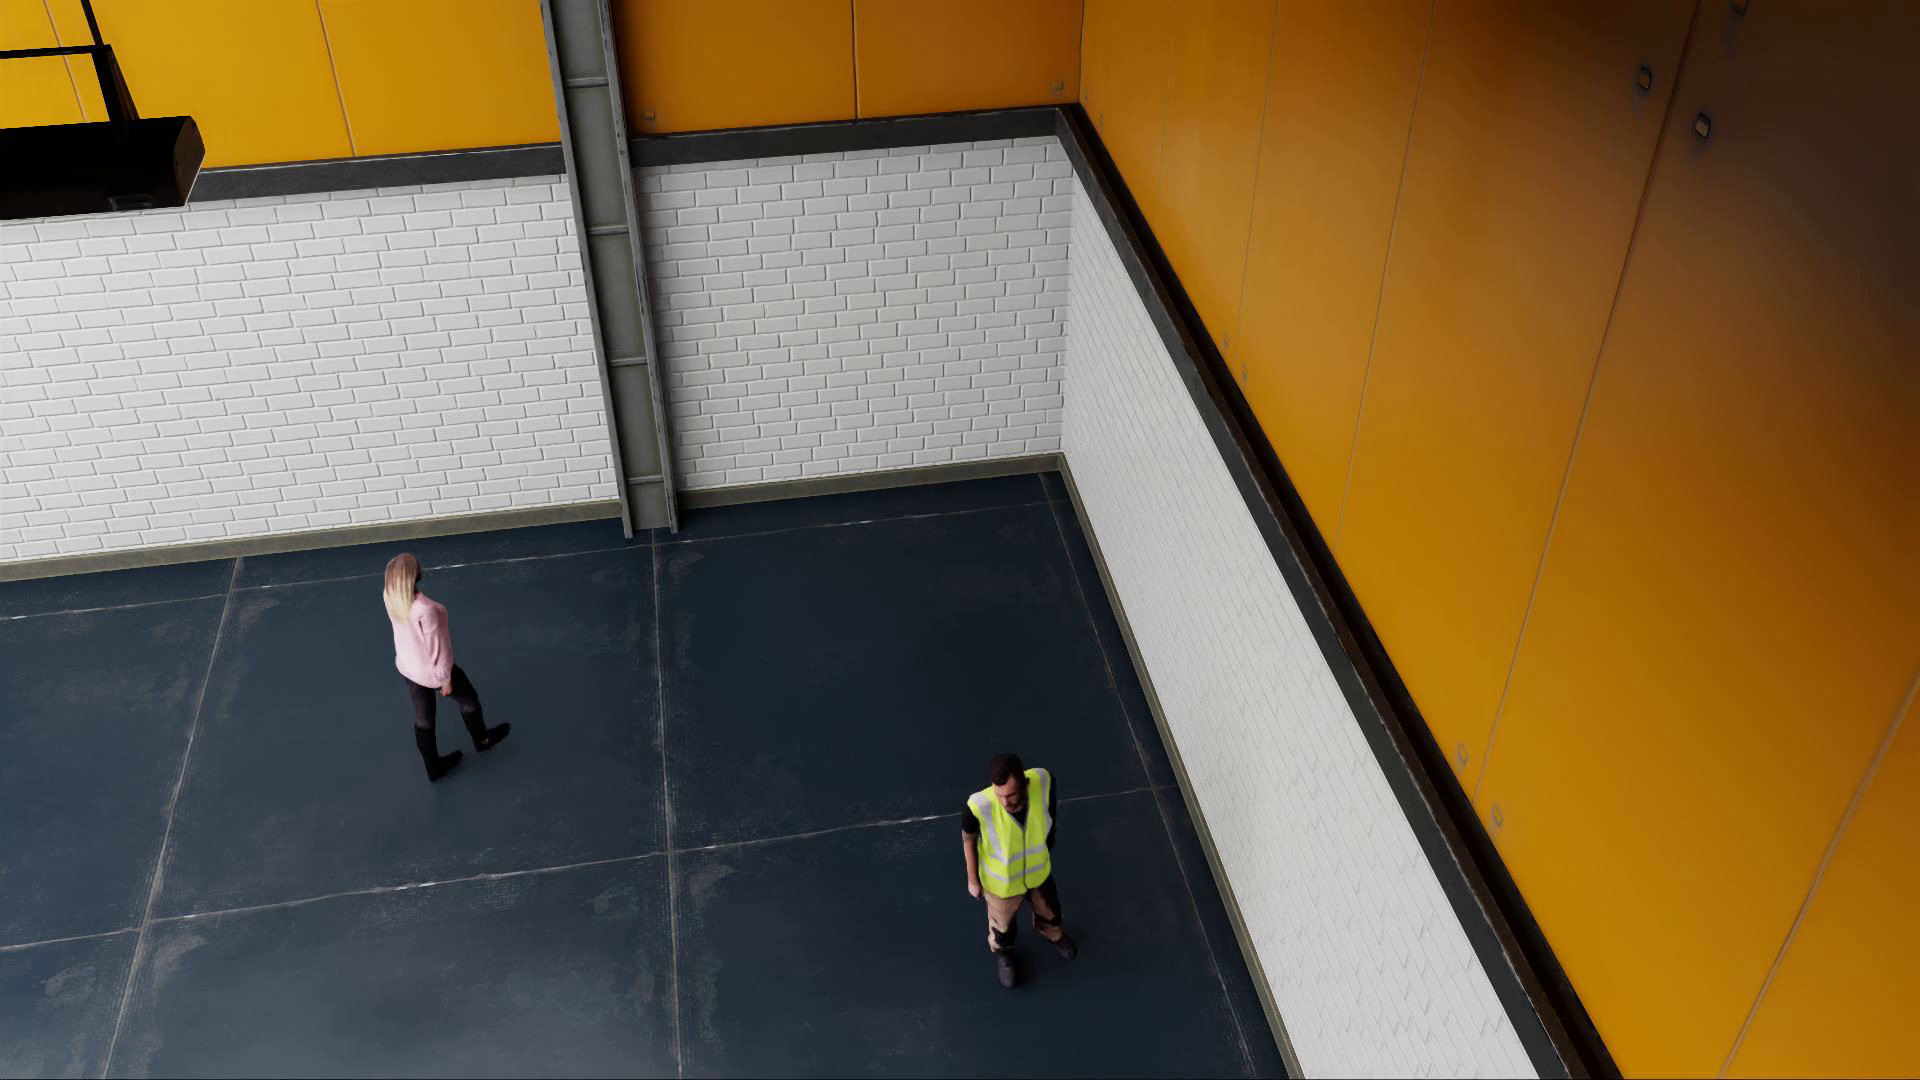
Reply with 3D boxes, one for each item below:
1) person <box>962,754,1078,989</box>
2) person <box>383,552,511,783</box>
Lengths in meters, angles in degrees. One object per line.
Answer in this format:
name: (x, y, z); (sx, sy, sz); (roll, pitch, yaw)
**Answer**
person: (0.301, 1.687, 8.785); (0.755, 1.803, 0.967); (-26, 45, -29)
person: (-3.262, 0.812, 9.987); (0.894, 1.671, 0.953); (23, 44, 26)
